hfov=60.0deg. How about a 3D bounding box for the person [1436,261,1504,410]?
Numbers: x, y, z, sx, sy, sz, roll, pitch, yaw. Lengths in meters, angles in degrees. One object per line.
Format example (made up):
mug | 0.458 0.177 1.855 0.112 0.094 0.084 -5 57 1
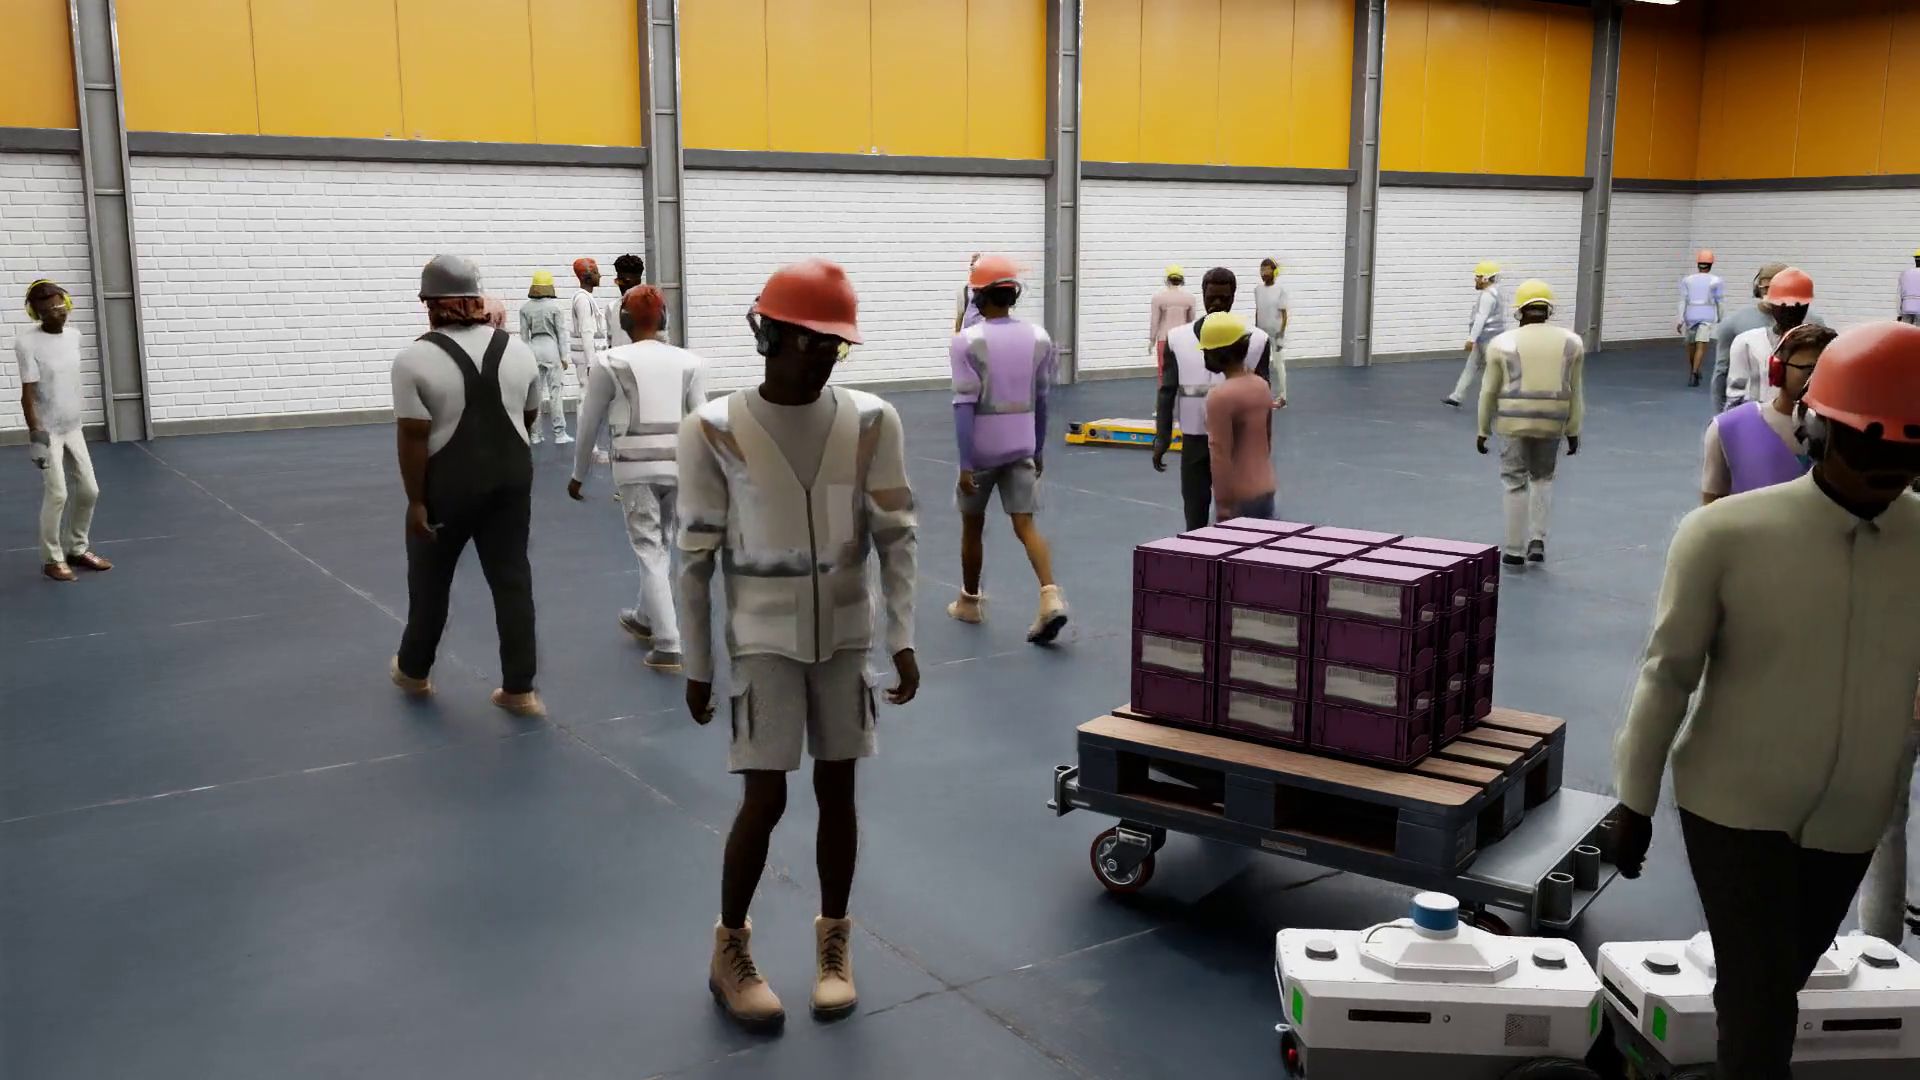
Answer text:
person | 6.198 -2.407 19.777 0.926 1.784 0.600 4 11 19

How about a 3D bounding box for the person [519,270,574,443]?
person | -4.183 -1.843 16.792 0.483 1.745 0.305 2 11 11

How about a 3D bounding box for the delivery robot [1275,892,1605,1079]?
delivery robot | 1.093 1.063 3.863 0.707 0.478 0.477 1 10 5

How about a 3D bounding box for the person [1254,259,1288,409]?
person | 3.669 -2.449 19.936 0.548 1.806 0.985 9 14 42

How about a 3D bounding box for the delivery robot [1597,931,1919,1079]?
delivery robot | 1.860 1.069 3.829 0.707 0.478 0.477 -1 10 -3

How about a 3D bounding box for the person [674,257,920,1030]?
person | -0.407 0.285 4.369 0.610 2.028 0.539 -4 11 -22

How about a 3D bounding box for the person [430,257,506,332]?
person | -4.020 -1.342 13.598 0.639 1.909 0.409 -7 13 -35

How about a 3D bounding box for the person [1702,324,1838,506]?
person | 2.860 0.151 5.757 0.587 1.788 1.033 0 10 0

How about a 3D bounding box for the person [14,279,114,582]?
person | -5.420 -0.645 9.978 0.481 1.829 0.549 3 11 18

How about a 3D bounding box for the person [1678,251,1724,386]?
person | 10.408 -3.108 23.369 0.561 1.883 1.012 7 13 35

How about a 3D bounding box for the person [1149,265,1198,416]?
person | 2.483 -2.279 19.166 0.610 1.752 0.338 0 10 -1

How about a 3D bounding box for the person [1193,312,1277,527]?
person | 1.398 -0.197 7.810 0.662 1.738 0.541 8 13 39

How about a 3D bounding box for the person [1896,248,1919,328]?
person | 14.429 -3.445 25.091 0.374 1.920 0.585 -7 12 -34

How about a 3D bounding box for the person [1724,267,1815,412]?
person | 4.412 -0.503 8.962 0.559 1.917 0.442 3 11 17

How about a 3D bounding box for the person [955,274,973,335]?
person | 0.205 -2.239 18.752 0.568 1.819 0.447 2 11 11

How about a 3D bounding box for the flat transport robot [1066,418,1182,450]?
flat transport robot | 1.836 -1.063 16.551 1.431 0.197 0.652 6 12 30

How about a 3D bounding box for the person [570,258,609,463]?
person | -3.422 -1.655 15.374 0.356 1.884 0.574 -3 11 -15

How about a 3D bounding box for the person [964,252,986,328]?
person | 0.241 -2.190 18.246 0.402 1.906 0.652 1 10 3

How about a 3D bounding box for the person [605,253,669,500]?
person | -2.519 -1.250 12.991 0.619 1.953 0.396 7 12 34

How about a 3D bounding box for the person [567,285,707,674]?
person | -1.576 -0.313 8.153 0.593 1.835 0.958 -8 13 -39

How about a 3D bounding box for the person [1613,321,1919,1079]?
person | 1.645 0.527 3.303 0.622 1.937 0.947 0 10 0

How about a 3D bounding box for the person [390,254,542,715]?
person | -2.220 -0.273 7.369 0.695 2.000 0.968 -9 13 -39

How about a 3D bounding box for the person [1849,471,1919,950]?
person | 2.624 0.465 4.482 0.518 1.613 0.632 2 10 9

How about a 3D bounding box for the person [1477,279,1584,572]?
person | 3.538 -0.713 10.384 0.614 1.813 0.476 1 10 3

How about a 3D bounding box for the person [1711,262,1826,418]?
person | 5.149 -0.806 10.638 0.625 1.919 0.450 3 11 18

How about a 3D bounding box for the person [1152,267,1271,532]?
person | 1.392 -0.538 9.174 0.615 1.914 0.470 3 11 18

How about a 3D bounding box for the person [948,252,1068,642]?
person | 0.236 -0.481 8.626 0.617 2.013 0.999 -5 12 -27
